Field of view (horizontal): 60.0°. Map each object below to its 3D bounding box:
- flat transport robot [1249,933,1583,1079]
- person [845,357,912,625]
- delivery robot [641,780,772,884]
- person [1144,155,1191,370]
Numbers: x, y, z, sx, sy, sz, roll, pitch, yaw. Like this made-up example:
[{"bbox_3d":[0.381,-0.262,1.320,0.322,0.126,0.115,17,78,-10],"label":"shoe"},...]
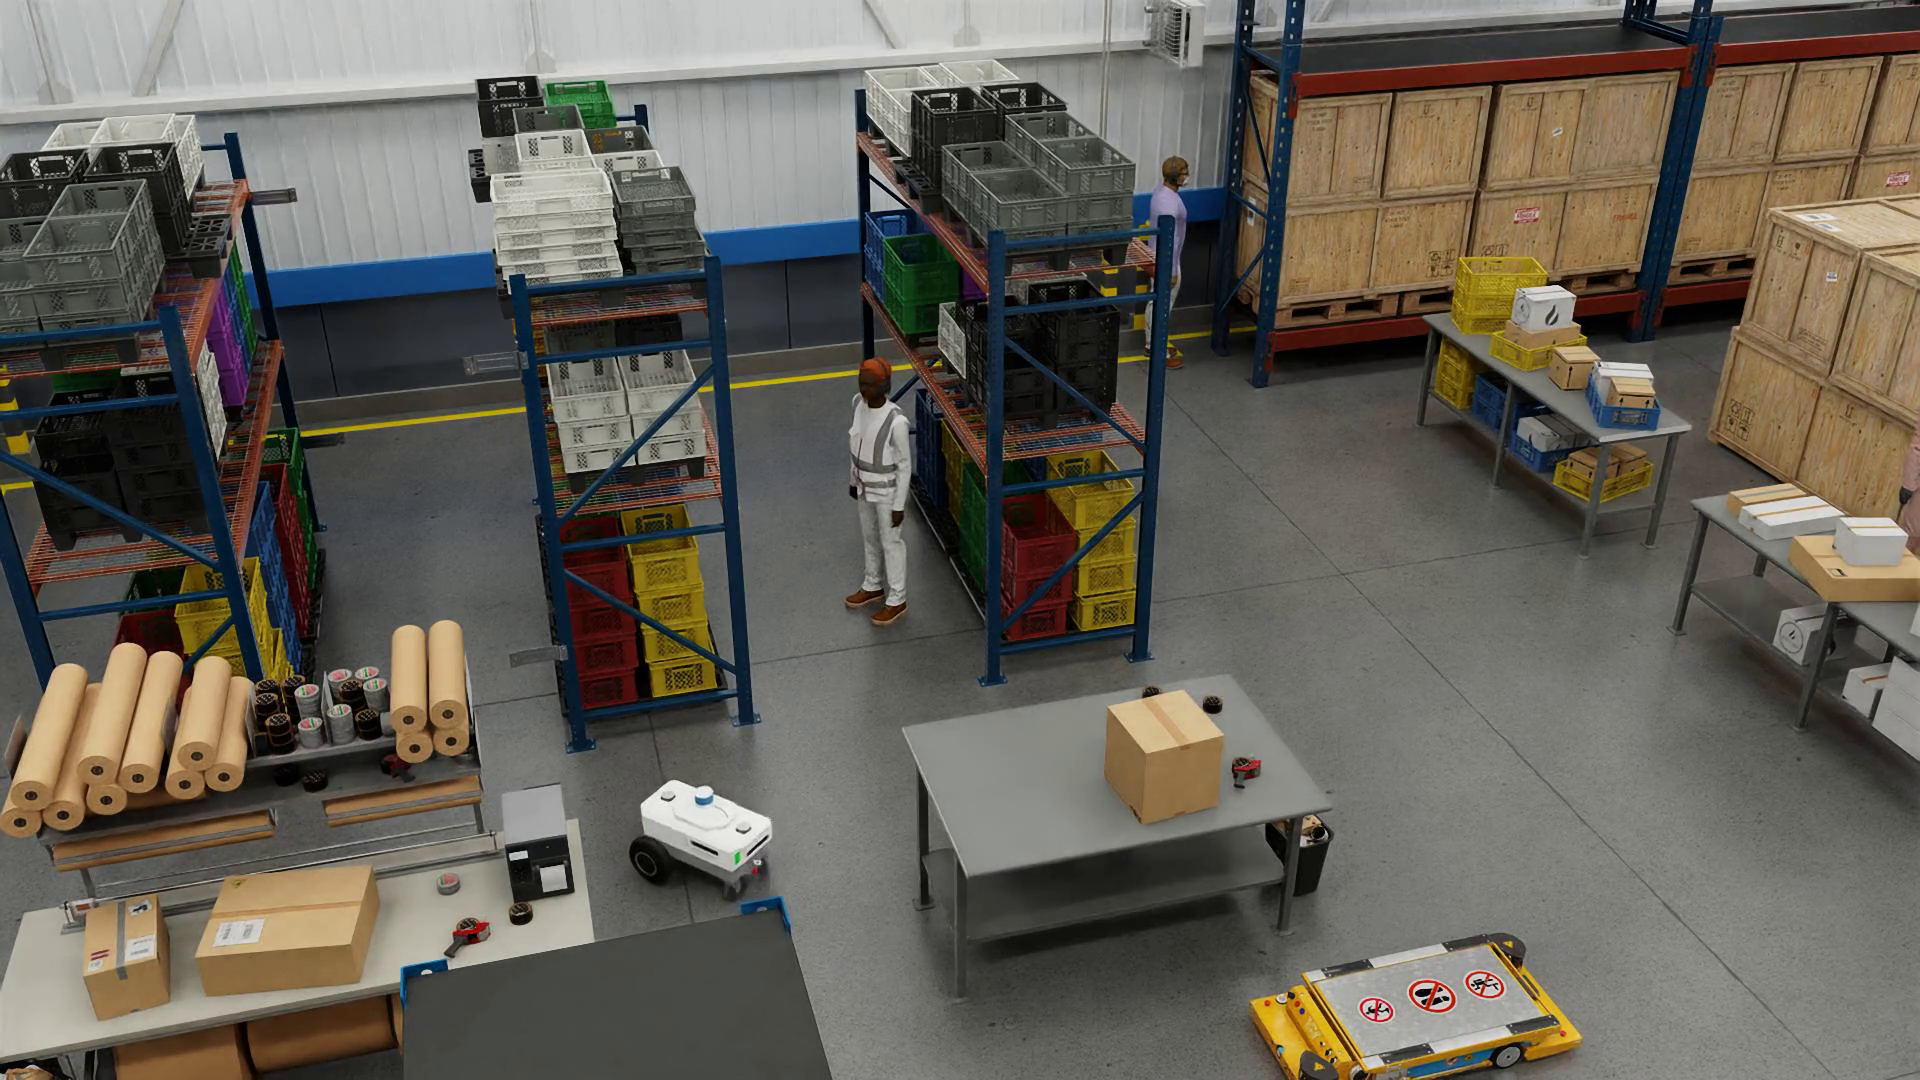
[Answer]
[{"bbox_3d":[2.184,2.282,7.980,1.431,0.197,0.652,-8,30,-14],"label":"flat transport robot"},{"bbox_3d":[-0.552,-0.333,11.074,0.346,1.883,0.584,-21,35,-33],"label":"person"},{"bbox_3d":[-1.358,1.546,8.933,0.707,0.478,0.477,17,33,27],"label":"delivery robot"},{"bbox_3d":[1.867,-2.501,14.964,0.365,1.939,0.636,-1,29,-3],"label":"person"}]
